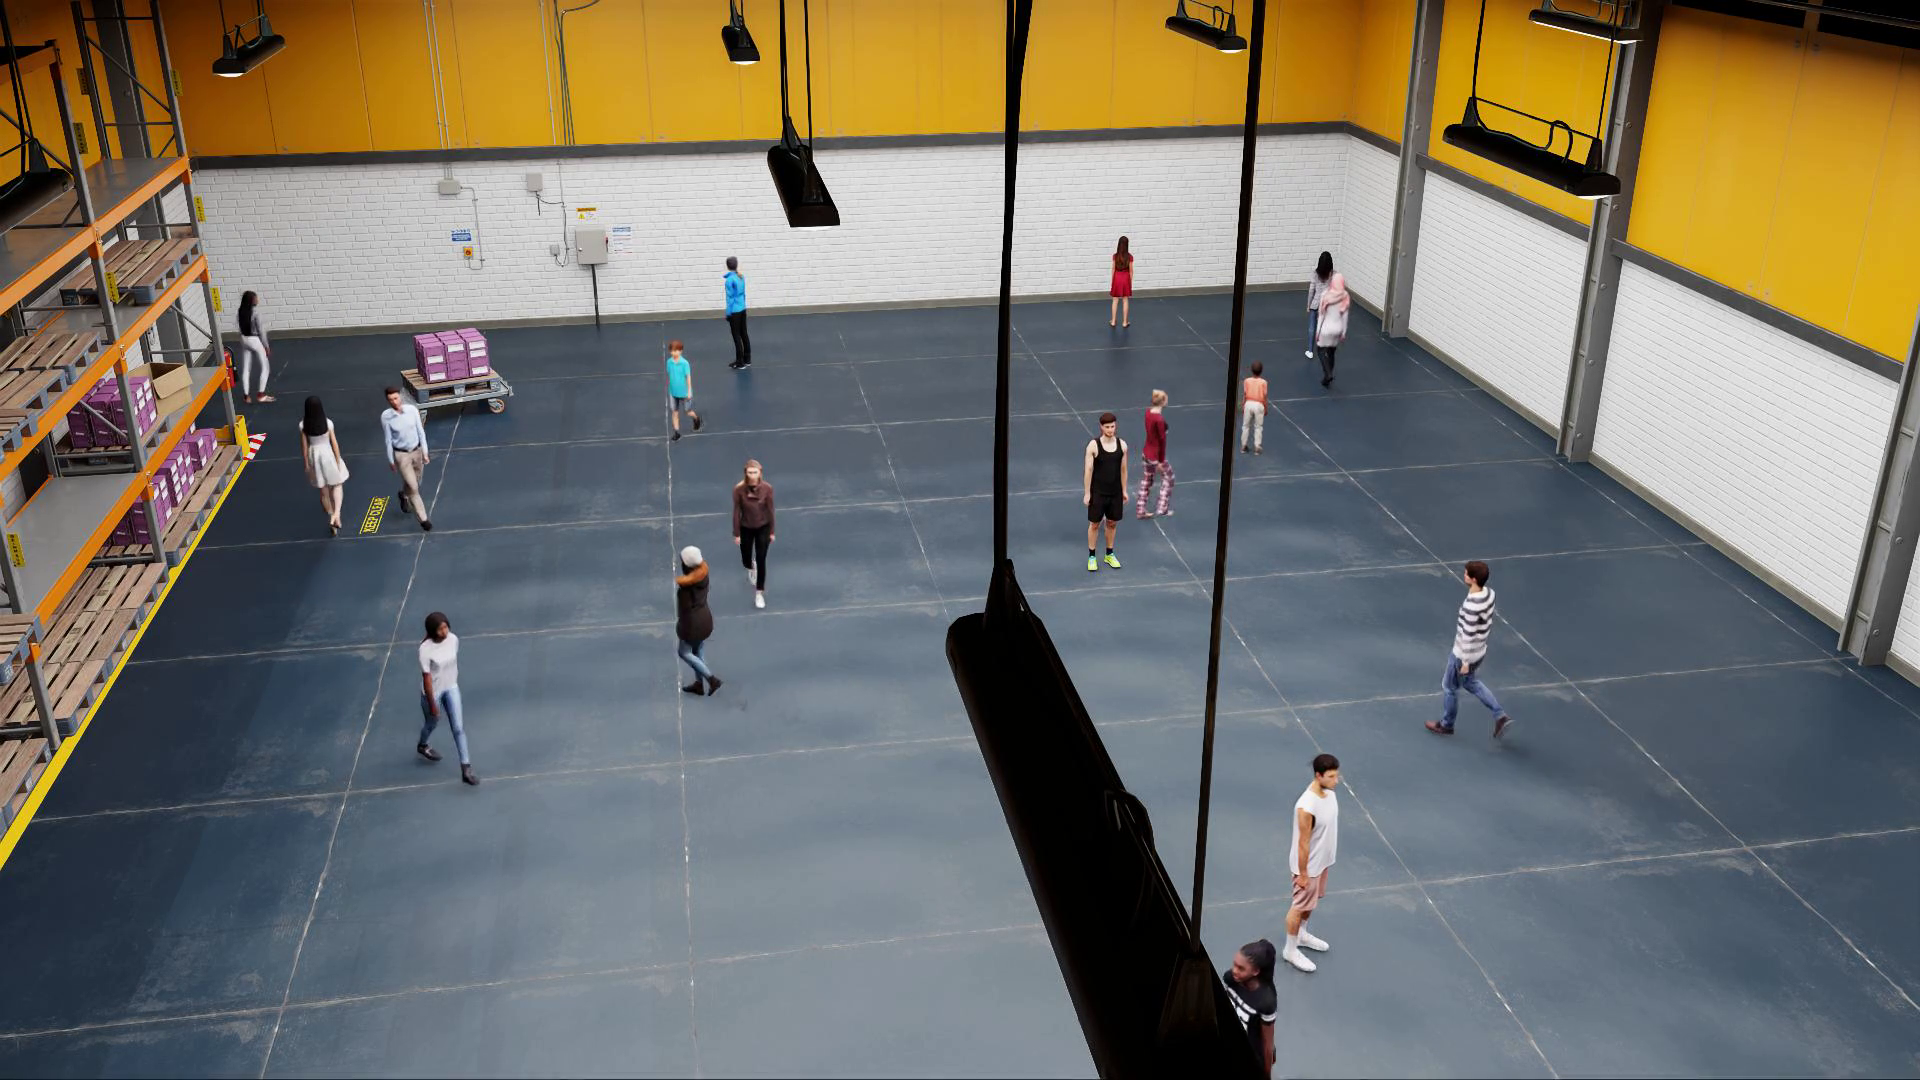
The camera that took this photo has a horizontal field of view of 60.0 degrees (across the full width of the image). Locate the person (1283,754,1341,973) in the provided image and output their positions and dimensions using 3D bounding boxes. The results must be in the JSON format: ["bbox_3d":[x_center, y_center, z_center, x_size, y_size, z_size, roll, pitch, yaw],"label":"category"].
[{"bbox_3d":[2.655,2.391,12.573,0.785,1.784,0.713,14,27,29],"label":"person"}]

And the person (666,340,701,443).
[{"bbox_3d":[-3.902,-2.115,23.323,0.768,1.432,0.926,8,25,18],"label":"person"}]

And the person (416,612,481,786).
[{"bbox_3d":[-4.735,1.384,15.026,1.204,1.665,1.058,17,29,34],"label":"person"}]

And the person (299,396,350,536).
[{"bbox_3d":[-7.675,-0.858,20.035,0.684,1.762,0.801,-7,25,-15],"label":"person"}]

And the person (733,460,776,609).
[{"bbox_3d":[-2.276,-0.115,18.423,0.622,1.692,0.872,-4,24,-8],"label":"person"}]

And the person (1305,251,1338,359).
[{"bbox_3d":[5.822,-3.797,26.797,0.671,1.732,0.604,2,24,4],"label":"person"}]

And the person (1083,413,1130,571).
[{"bbox_3d":[1.689,-0.575,19.227,0.713,1.890,0.590,-6,24,-14],"label":"person"}]

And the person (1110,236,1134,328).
[{"bbox_3d":[2.765,-4.435,28.482,0.629,1.551,0.690,4,24,9],"label":"person"}]

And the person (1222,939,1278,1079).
[{"bbox_3d":[1.893,3.273,10.647,0.907,1.712,1.006,-14,27,-29],"label":"person"}]

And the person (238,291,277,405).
[{"bbox_3d":[-10.516,-2.857,24.688,0.815,1.697,0.840,7,24,15],"label":"person"}]

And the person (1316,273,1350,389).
[{"bbox_3d":[5.645,-3.134,25.205,0.660,1.791,0.766,-2,24,-4],"label":"person"}]

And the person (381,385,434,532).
[{"bbox_3d":[-6.800,-1.055,20.422,1.018,1.813,1.257,-19,30,-37],"label":"person"}]

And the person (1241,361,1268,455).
[{"bbox_3d":[4.035,-1.823,22.808,0.575,1.309,0.611,10,25,21],"label":"person"}]

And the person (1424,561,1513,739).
[{"bbox_3d":[4.860,1.069,15.545,1.117,1.827,1.019,18,30,36],"label":"person"}]

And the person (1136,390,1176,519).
[{"bbox_3d":[2.342,-1.044,20.556,0.805,1.685,0.750,-12,26,-25],"label":"person"}]

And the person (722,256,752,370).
[{"bbox_3d":[-3.520,-3.600,26.259,0.753,1.800,0.671,13,27,27],"label":"person"}]

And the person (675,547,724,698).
[{"bbox_3d":[-2.556,0.828,16.353,0.887,1.622,0.843,11,26,23],"label":"person"}]
